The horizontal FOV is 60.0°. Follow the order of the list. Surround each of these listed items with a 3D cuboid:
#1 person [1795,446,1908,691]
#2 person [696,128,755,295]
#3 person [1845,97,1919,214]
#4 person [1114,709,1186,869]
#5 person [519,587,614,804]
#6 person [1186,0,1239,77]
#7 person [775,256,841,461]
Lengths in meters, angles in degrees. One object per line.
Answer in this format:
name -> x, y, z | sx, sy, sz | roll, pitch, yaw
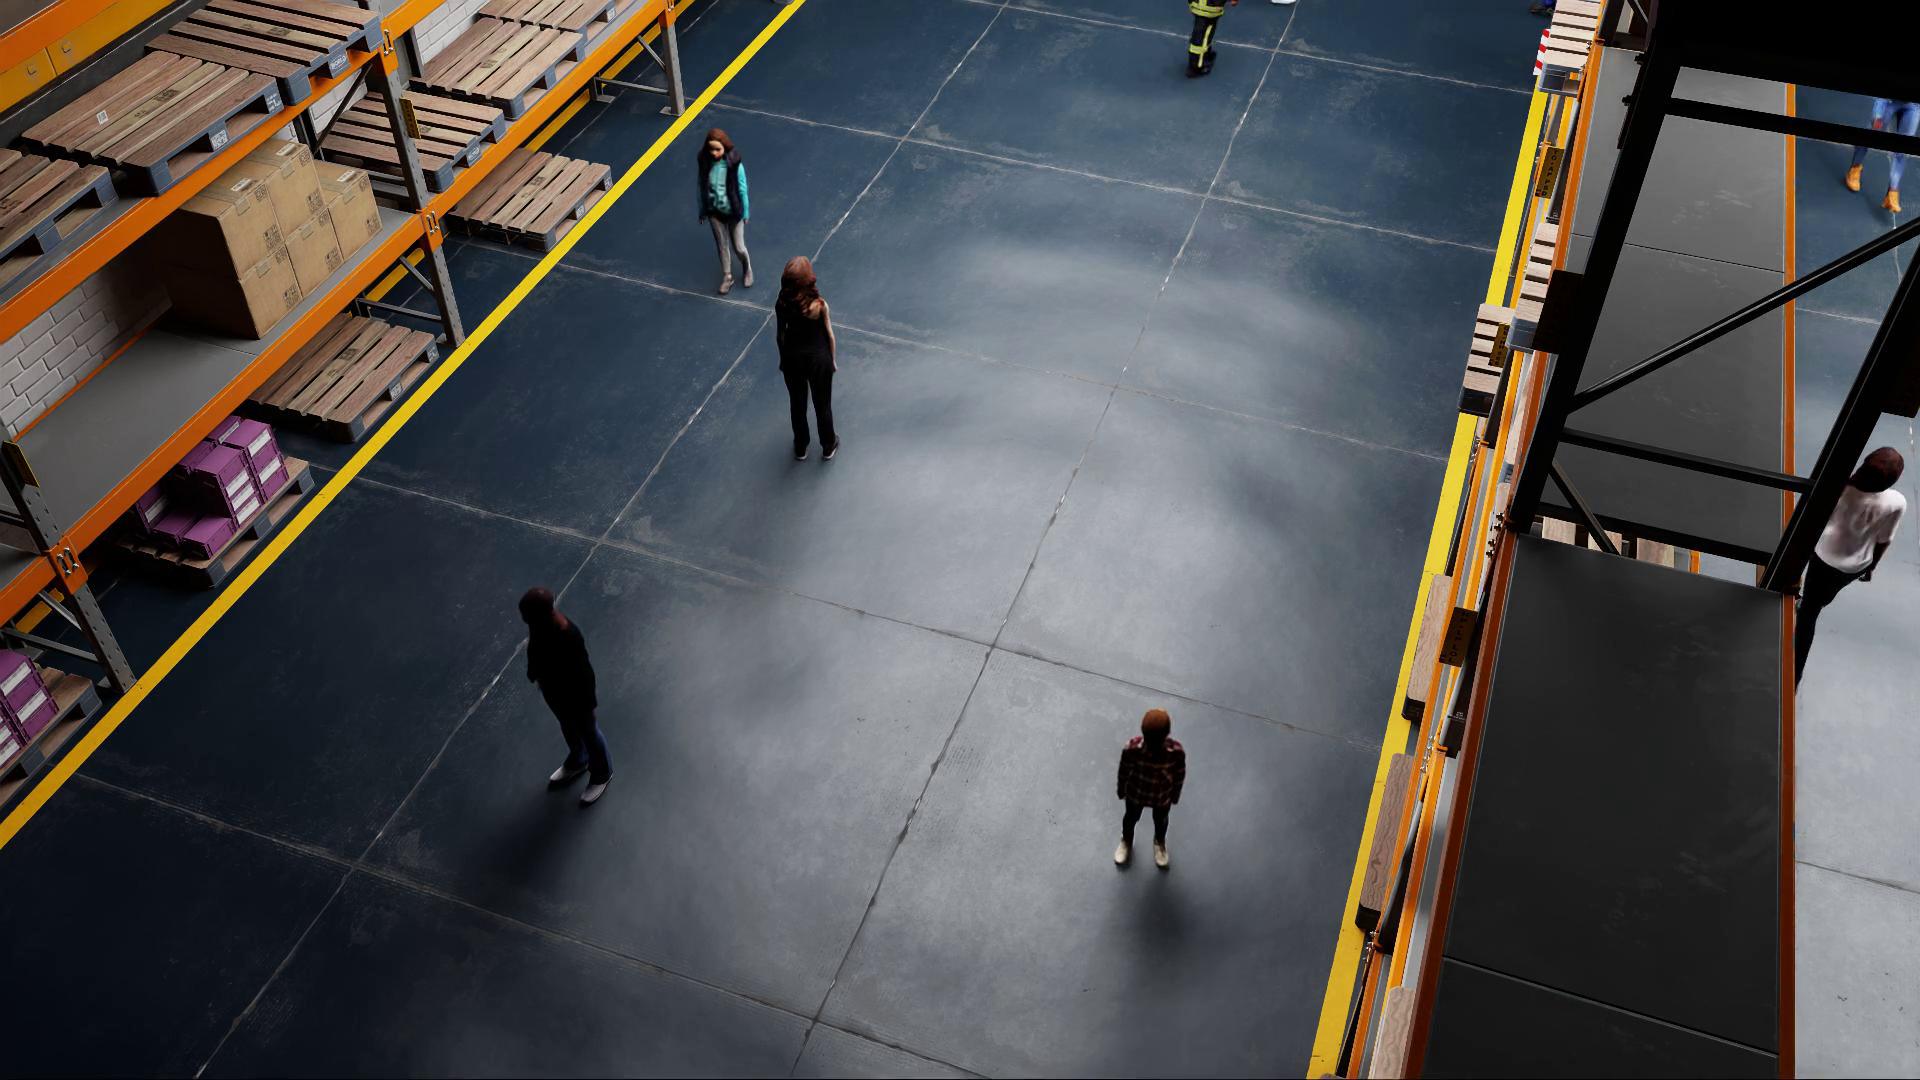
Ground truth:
person -> 5.547, 0.209, 10.525 | 0.623, 1.747, 1.121 | 15, 46, 15
person -> -1.941, -2.775, 13.839 | 0.592, 1.496, 0.650 | 11, 45, 11
person -> 8.296, -3.861, 14.841 | 0.822, 1.686, 1.120 | 2, 44, 2
person -> 1.098, 1.412, 9.585 | 0.579, 1.301, 0.557 | 3, 44, 3
person -> -2.318, 0.868, 9.834 | 0.654, 1.745, 0.632 | 28, 50, 26
person -> 2.387, -5.465, 16.404 | 0.997, 1.852, 0.954 | -23, 48, -22
person -> -1.121, -1.310, 12.118 | 0.645, 1.748, 0.625 | 1, 44, 1
